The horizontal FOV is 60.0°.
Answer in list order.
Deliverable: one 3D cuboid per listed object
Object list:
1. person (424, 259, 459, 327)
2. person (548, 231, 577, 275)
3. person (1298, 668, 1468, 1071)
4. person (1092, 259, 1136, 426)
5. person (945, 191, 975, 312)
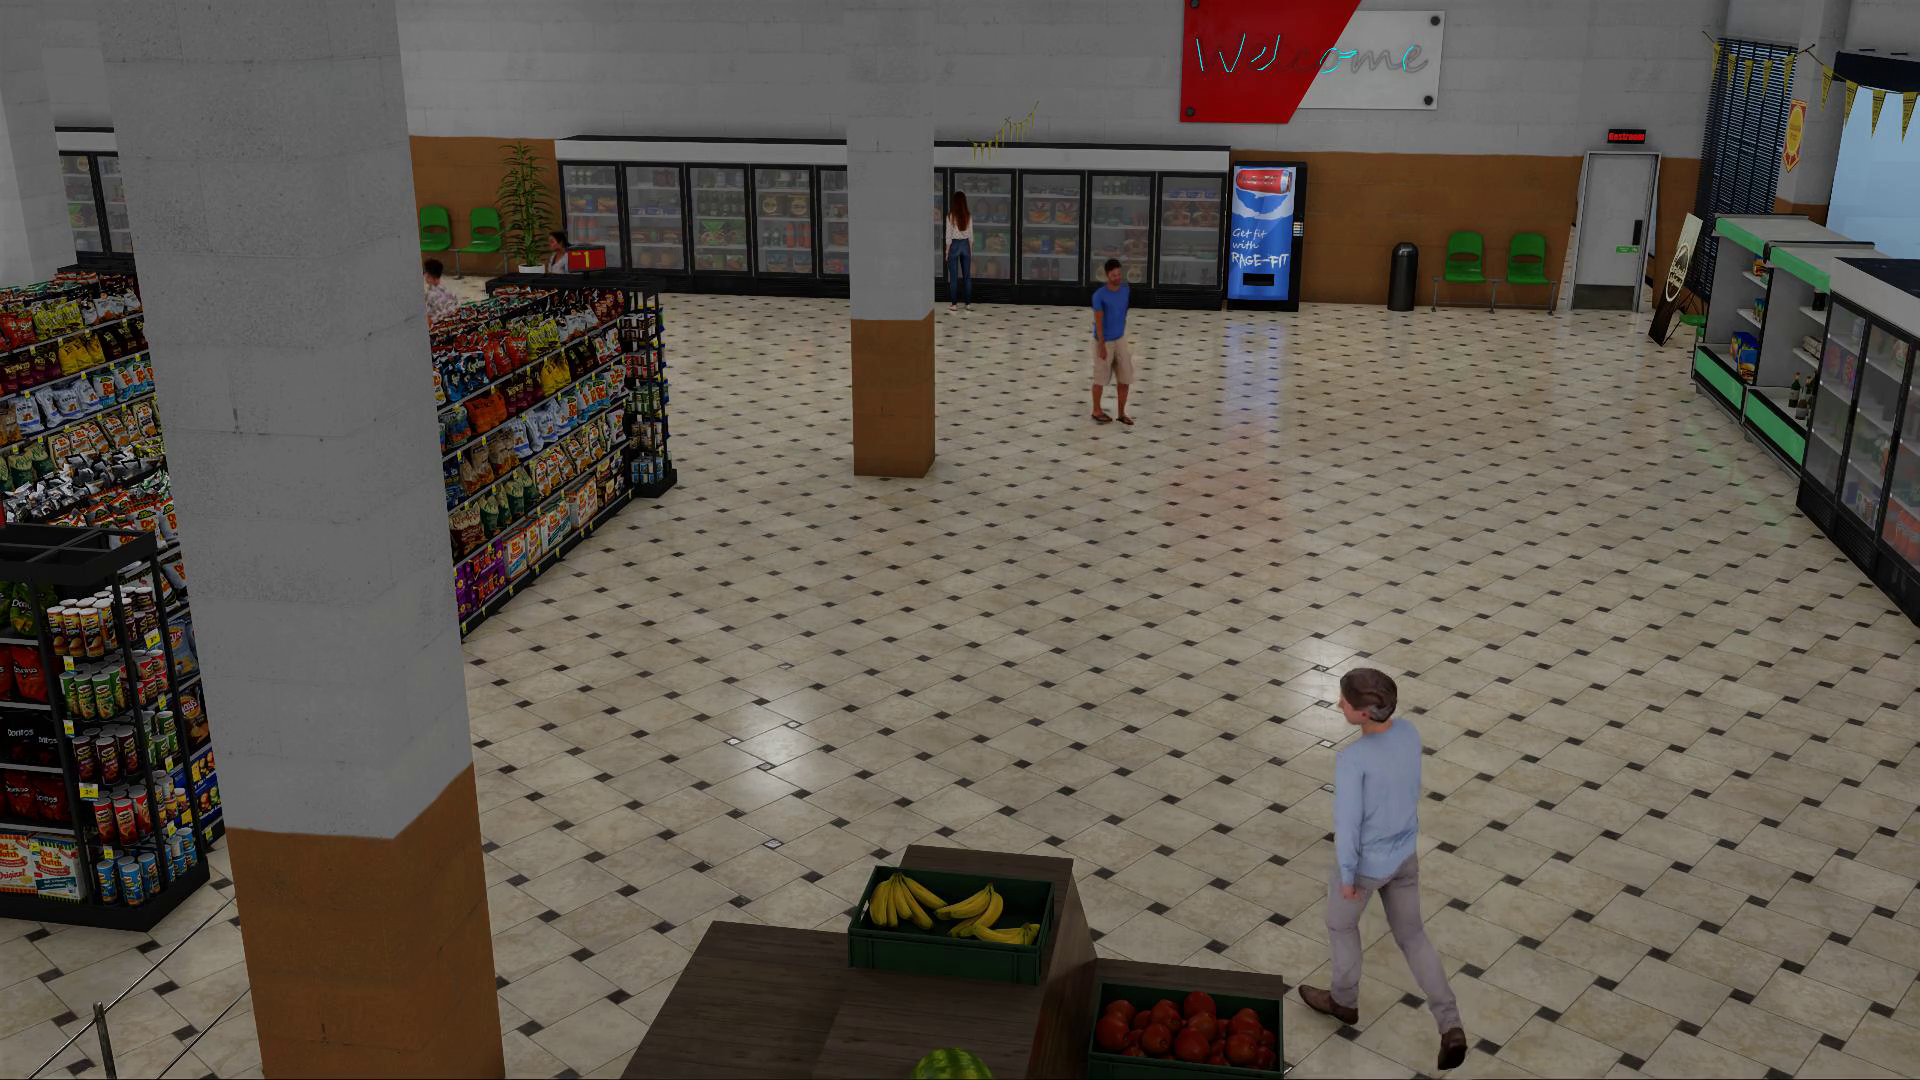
[{"bbox_3d":[-5.509,-2.086,17.887,0.989,1.785,1.113,11,22,30],"label":"person"},{"bbox_3d":[-4.805,-2.945,20.572,1.168,1.699,1.063,-16,24,-39],"label":"person"},{"bbox_3d":[1.892,1.457,7.283,1.163,1.848,1.279,-8,20,-23],"label":"person"},{"bbox_3d":[1.602,-2.158,18.055,0.943,1.814,1.025,-13,23,-35],"label":"person"},{"bbox_3d":[-0.008,-4.239,24.361,0.655,1.729,0.655,-6,20,-17],"label":"person"}]
